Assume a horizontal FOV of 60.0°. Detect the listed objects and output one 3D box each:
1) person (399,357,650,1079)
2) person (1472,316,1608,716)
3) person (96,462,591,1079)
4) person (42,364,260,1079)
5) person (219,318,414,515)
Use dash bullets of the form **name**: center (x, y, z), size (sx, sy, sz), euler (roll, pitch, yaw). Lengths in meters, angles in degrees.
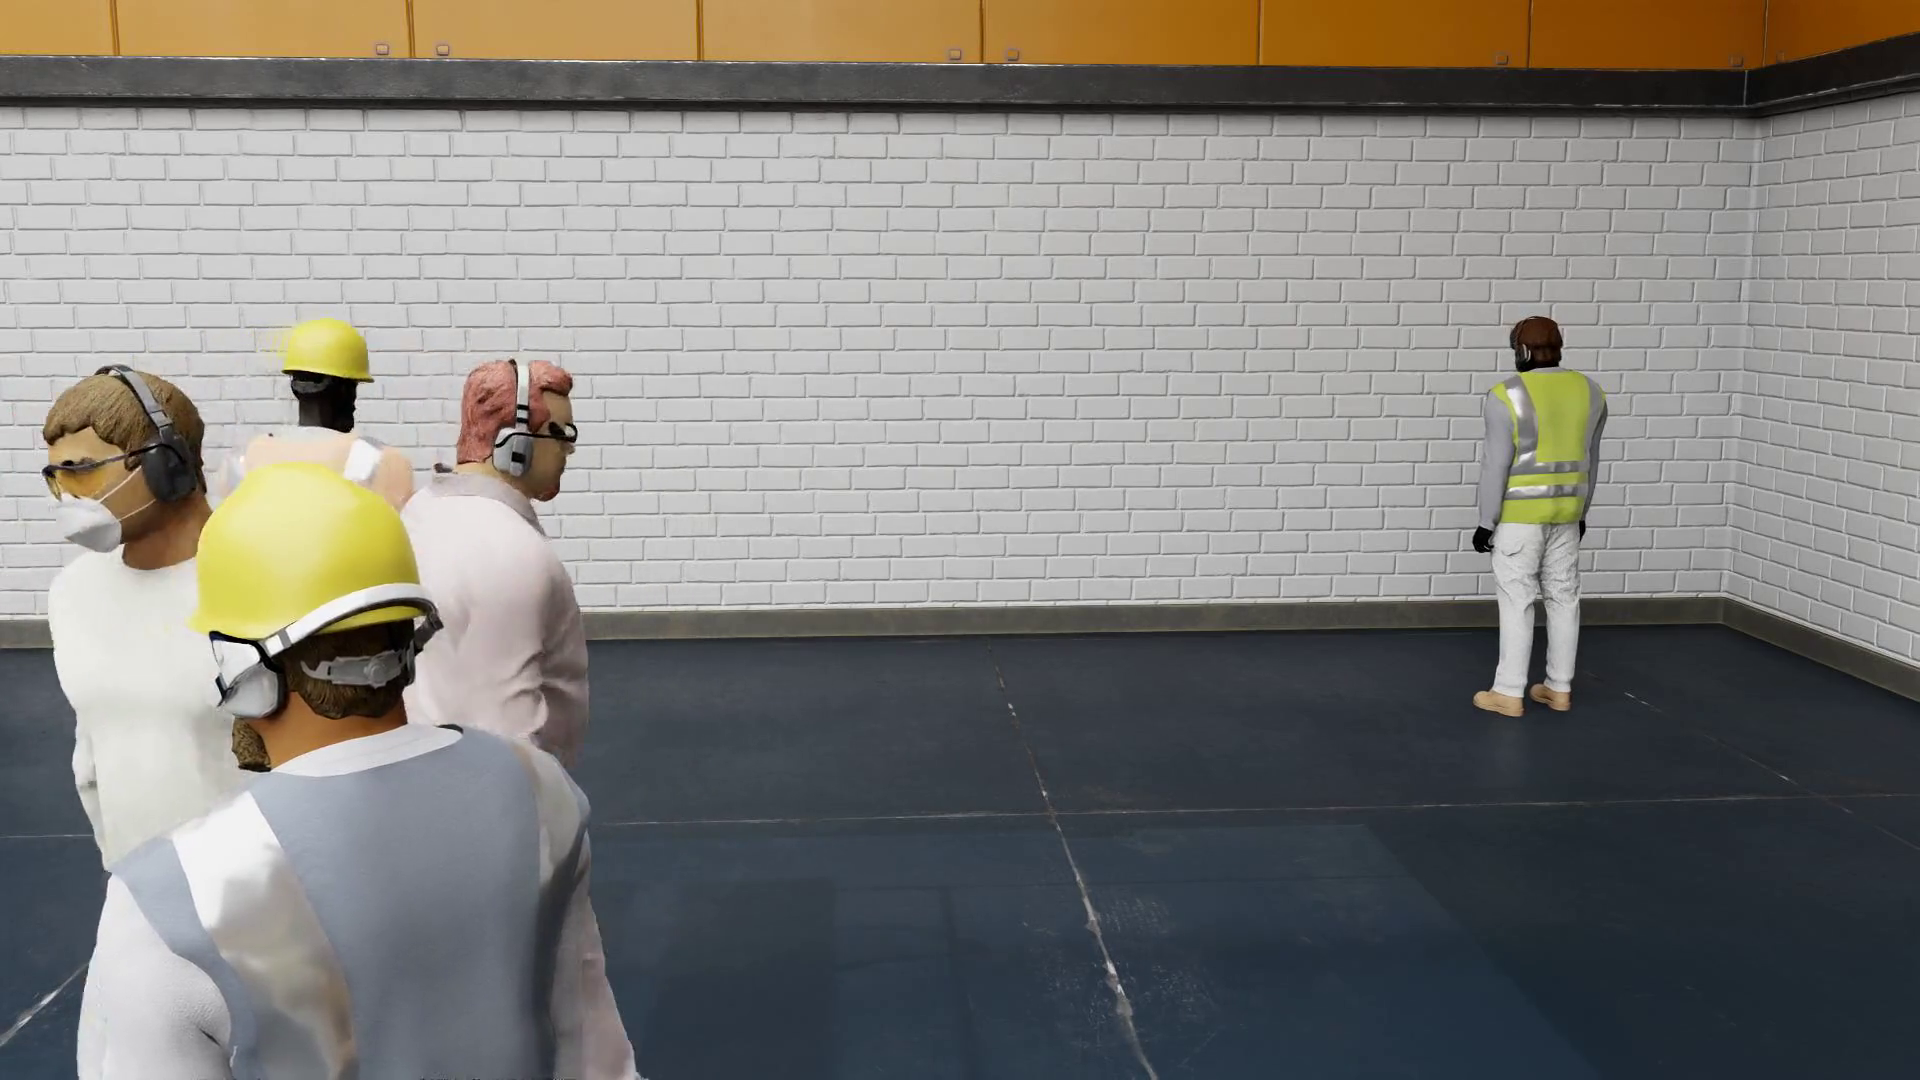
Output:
- **person**: center (-0.958, 0.543, 3.526), size (0.980, 1.842, 0.778), euler (-7, 11, -38)
- **person**: center (2.635, -0.105, 7.662), size (0.620, 1.838, 0.430), euler (-3, 9, -17)
- **person**: center (-0.668, 0.825, 1.866), size (0.403, 1.826, 0.591), euler (5, 11, 31)
- **person**: center (-1.267, 0.658, 2.729), size (0.618, 1.871, 1.031), euler (3, 9, 16)
- **person**: center (-1.813, 0.305, 4.900), size (0.620, 1.890, 0.859), euler (1, 9, 7)
